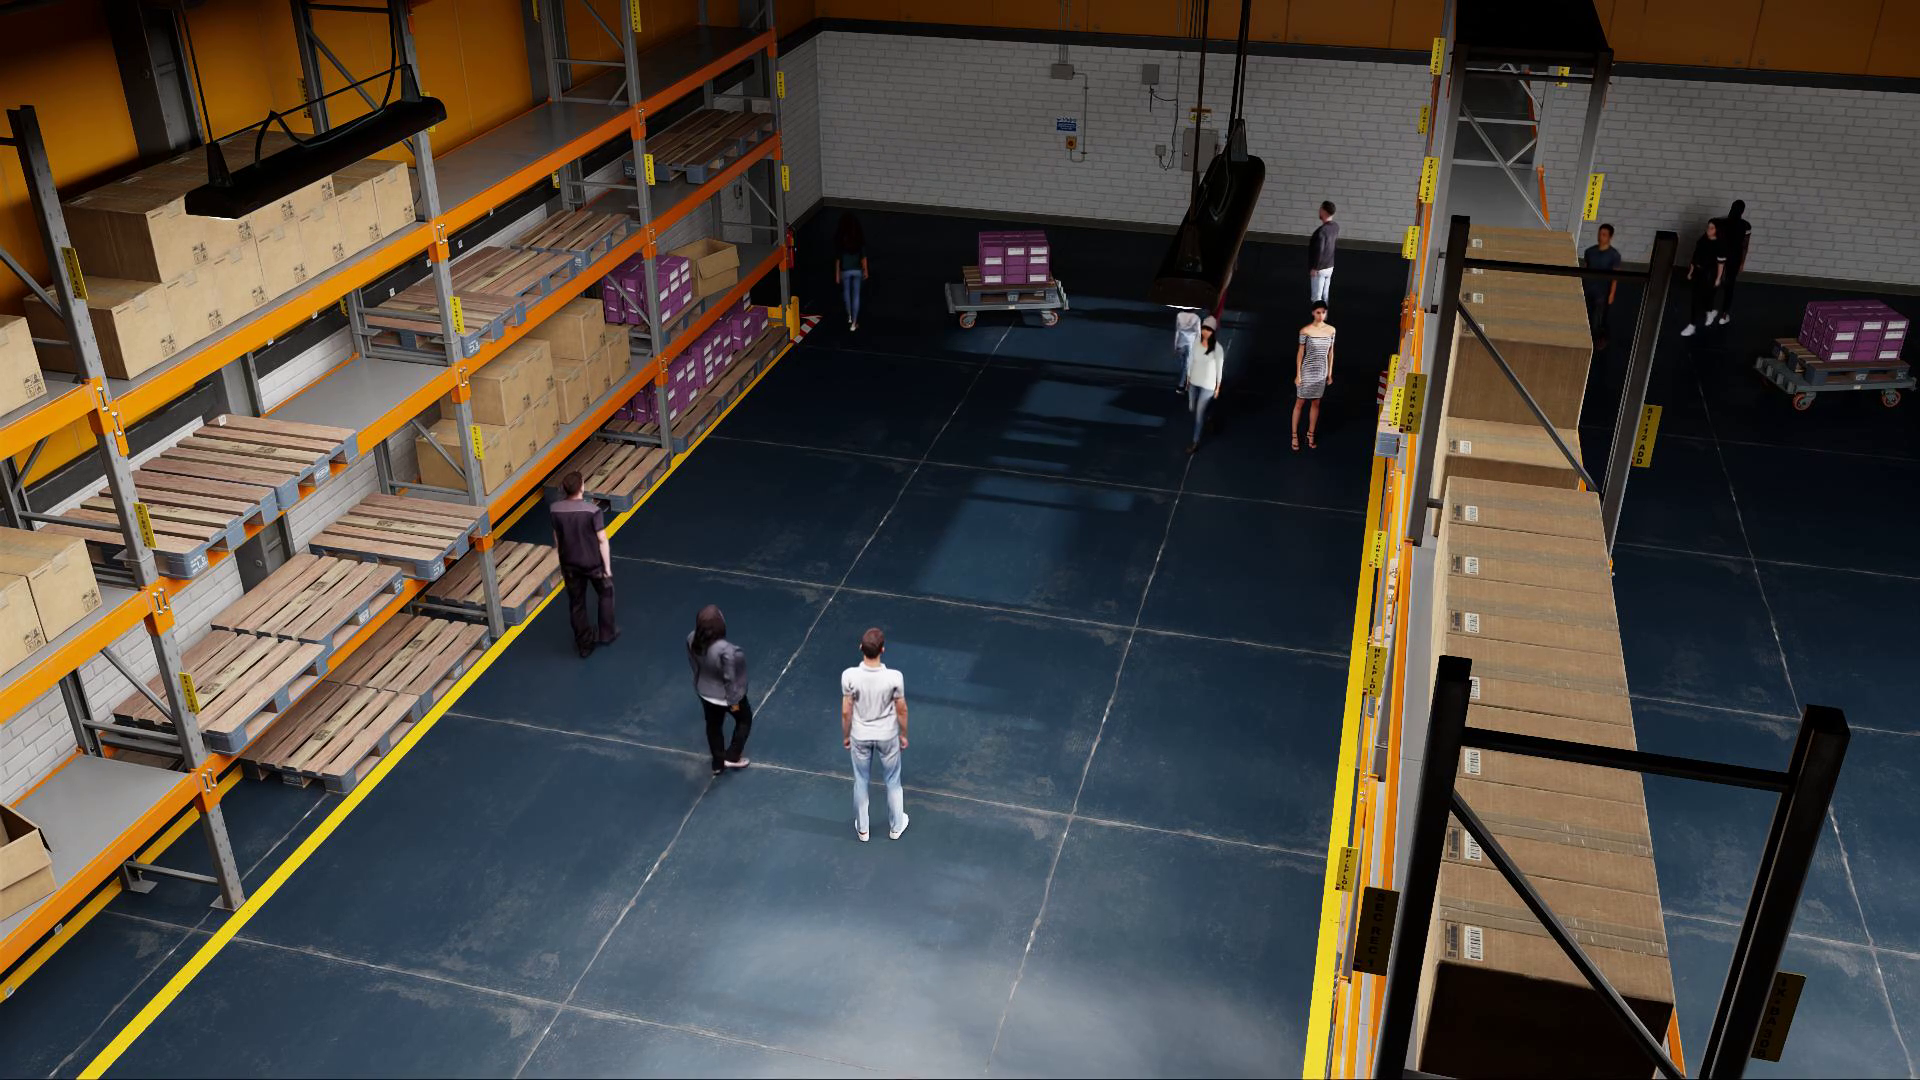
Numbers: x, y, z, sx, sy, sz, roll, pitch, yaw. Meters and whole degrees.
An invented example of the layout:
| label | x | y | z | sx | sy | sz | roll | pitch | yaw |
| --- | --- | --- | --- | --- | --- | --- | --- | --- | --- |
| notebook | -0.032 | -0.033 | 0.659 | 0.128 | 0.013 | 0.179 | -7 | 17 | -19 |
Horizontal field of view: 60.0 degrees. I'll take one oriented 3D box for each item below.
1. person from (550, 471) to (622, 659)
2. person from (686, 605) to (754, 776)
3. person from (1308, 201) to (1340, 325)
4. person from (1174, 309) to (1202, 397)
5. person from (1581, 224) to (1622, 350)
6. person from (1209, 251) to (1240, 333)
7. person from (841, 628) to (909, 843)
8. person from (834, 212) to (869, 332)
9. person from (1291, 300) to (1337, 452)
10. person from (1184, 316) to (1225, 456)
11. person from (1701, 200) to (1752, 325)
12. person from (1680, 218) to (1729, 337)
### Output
| label | x | y | z | sx | sy | sz | roll | pitch | yaw |
| --- | --- | --- | --- | --- | --- | --- | --- | --- | --- |
| person | -3.468 | 0.261 | 15.175 | 0.759 | 1.834 | 0.746 | 6 | 29 | 10 |
| person | -2.005 | 1.262 | 13.596 | 0.774 | 1.589 | 0.769 | 18 | 33 | 30 |
| person | 4.871 | -3.653 | 22.349 | 0.786 | 1.836 | 0.623 | 21 | 35 | 33 |
| person | 2.805 | -2.407 | 20.680 | 0.602 | 1.246 | 0.916 | 14 | 32 | 24 |
| person | 8.317 | -3.230 | 21.625 | 0.970 | 1.787 | 1.154 | 25 | 37 | 38 |
| person | 3.507 | -3.625 | 22.448 | 0.619 | 1.691 | 0.834 | 10 | 30 | 17 |
| person | -0.661 | 1.514 | 12.861 | 0.707 | 1.850 | 0.629 | 0 | 29 | 1 |
| person | -1.487 | -3.604 | 22.506 | 0.701 | 1.599 | 0.793 | 1 | 29 | 1 |
| person | 4.060 | -1.897 | 19.143 | 0.683 | 1.822 | 0.675 | -5 | 29 | -9 |
| person | 2.831 | -1.821 | 19.203 | 0.828 | 1.633 | 1.029 | 21 | 35 | 34 |
| person | 10.495 | -3.816 | 22.761 | 0.663 | 1.728 | 0.645 | 14 | 32 | 25 |
| person | 10.106 | -3.582 | 22.450 | 1.030 | 1.615 | 0.988 | -15 | 32 | -26 |
